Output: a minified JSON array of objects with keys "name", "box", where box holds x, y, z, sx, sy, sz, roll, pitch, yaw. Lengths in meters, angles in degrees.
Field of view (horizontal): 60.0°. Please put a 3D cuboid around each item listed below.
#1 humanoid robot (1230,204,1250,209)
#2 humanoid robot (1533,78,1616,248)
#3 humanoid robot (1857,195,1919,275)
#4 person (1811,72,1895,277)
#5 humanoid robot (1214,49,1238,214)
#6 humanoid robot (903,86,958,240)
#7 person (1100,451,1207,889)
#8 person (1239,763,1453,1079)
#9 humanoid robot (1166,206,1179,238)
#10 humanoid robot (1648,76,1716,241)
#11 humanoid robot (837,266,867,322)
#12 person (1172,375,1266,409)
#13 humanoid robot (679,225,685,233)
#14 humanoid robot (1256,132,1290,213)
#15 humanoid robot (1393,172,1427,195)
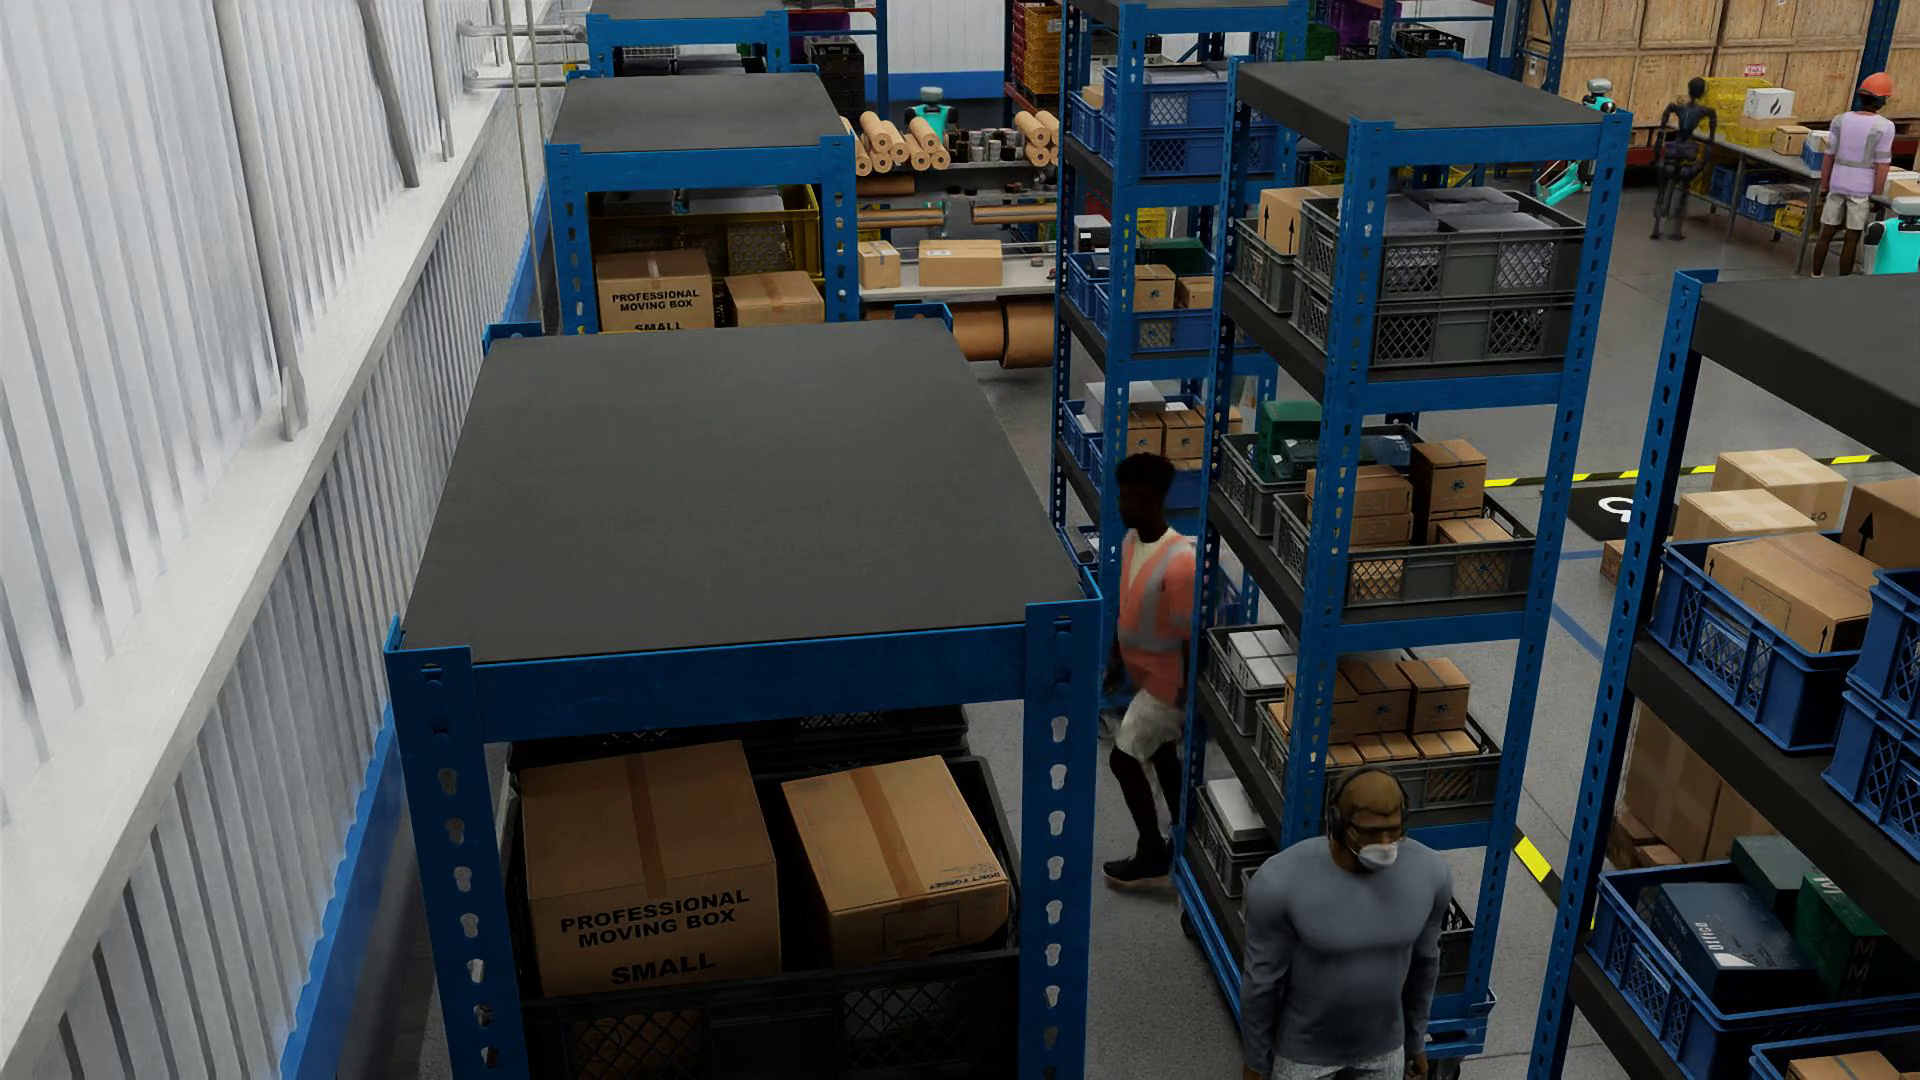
[{"name":"humanoid robot","box":[3.113,-4.489,18.366,0.370,1.656,0.601,0,25,0]},{"name":"humanoid robot","box":[5.983,-3.686,16.435,0.734,1.691,0.530,-2,25,-4]},{"name":"humanoid robot","box":[6.652,-1.541,11.737,0.533,1.672,0.735,0,25,0]},{"name":"person","box":[8.135,-3.207,15.149,0.383,2.045,0.604,-13,28,-27]},{"name":"humanoid robot","box":[2.641,-4.394,18.094,0.784,1.794,0.552,-13,28,-26]},{"name":"humanoid robot","box":[-0.227,-3.379,15.925,0.534,1.763,0.988,-4,25,-8]},{"name":"person","box":[0.815,0.584,7.068,0.543,1.914,0.710,-2,25,-5]},{"name":"person","box":[1.136,1.514,5.011,0.630,1.940,0.373,-5,25,-11]},{"name":"humanoid robot","box":[2.267,-3.750,16.527,0.533,1.681,0.735,4,25,10]},{"name":"humanoid robot","box":[7.439,-3.936,17.153,0.608,1.655,0.306,15,29,30]},{"name":"humanoid robot","box":[-0.845,-1.062,11.003,0.583,1.636,0.800,-21,32,-37]},{"name":"person","box":[1.699,-1.058,10.776,0.655,1.790,0.907,2,25,5]},{"name":"humanoid robot","box":[-2.557,-3.223,15.621,0.589,1.641,0.392,-22,33,-40]},{"name":"humanoid robot","box":[2.970,-3.484,15.954,0.533,1.677,0.735,0,25,-1]},{"name":"humanoid robot","box":[3.820,-2.507,14.115,0.771,1.628,0.606,-13,28,-27]}]
